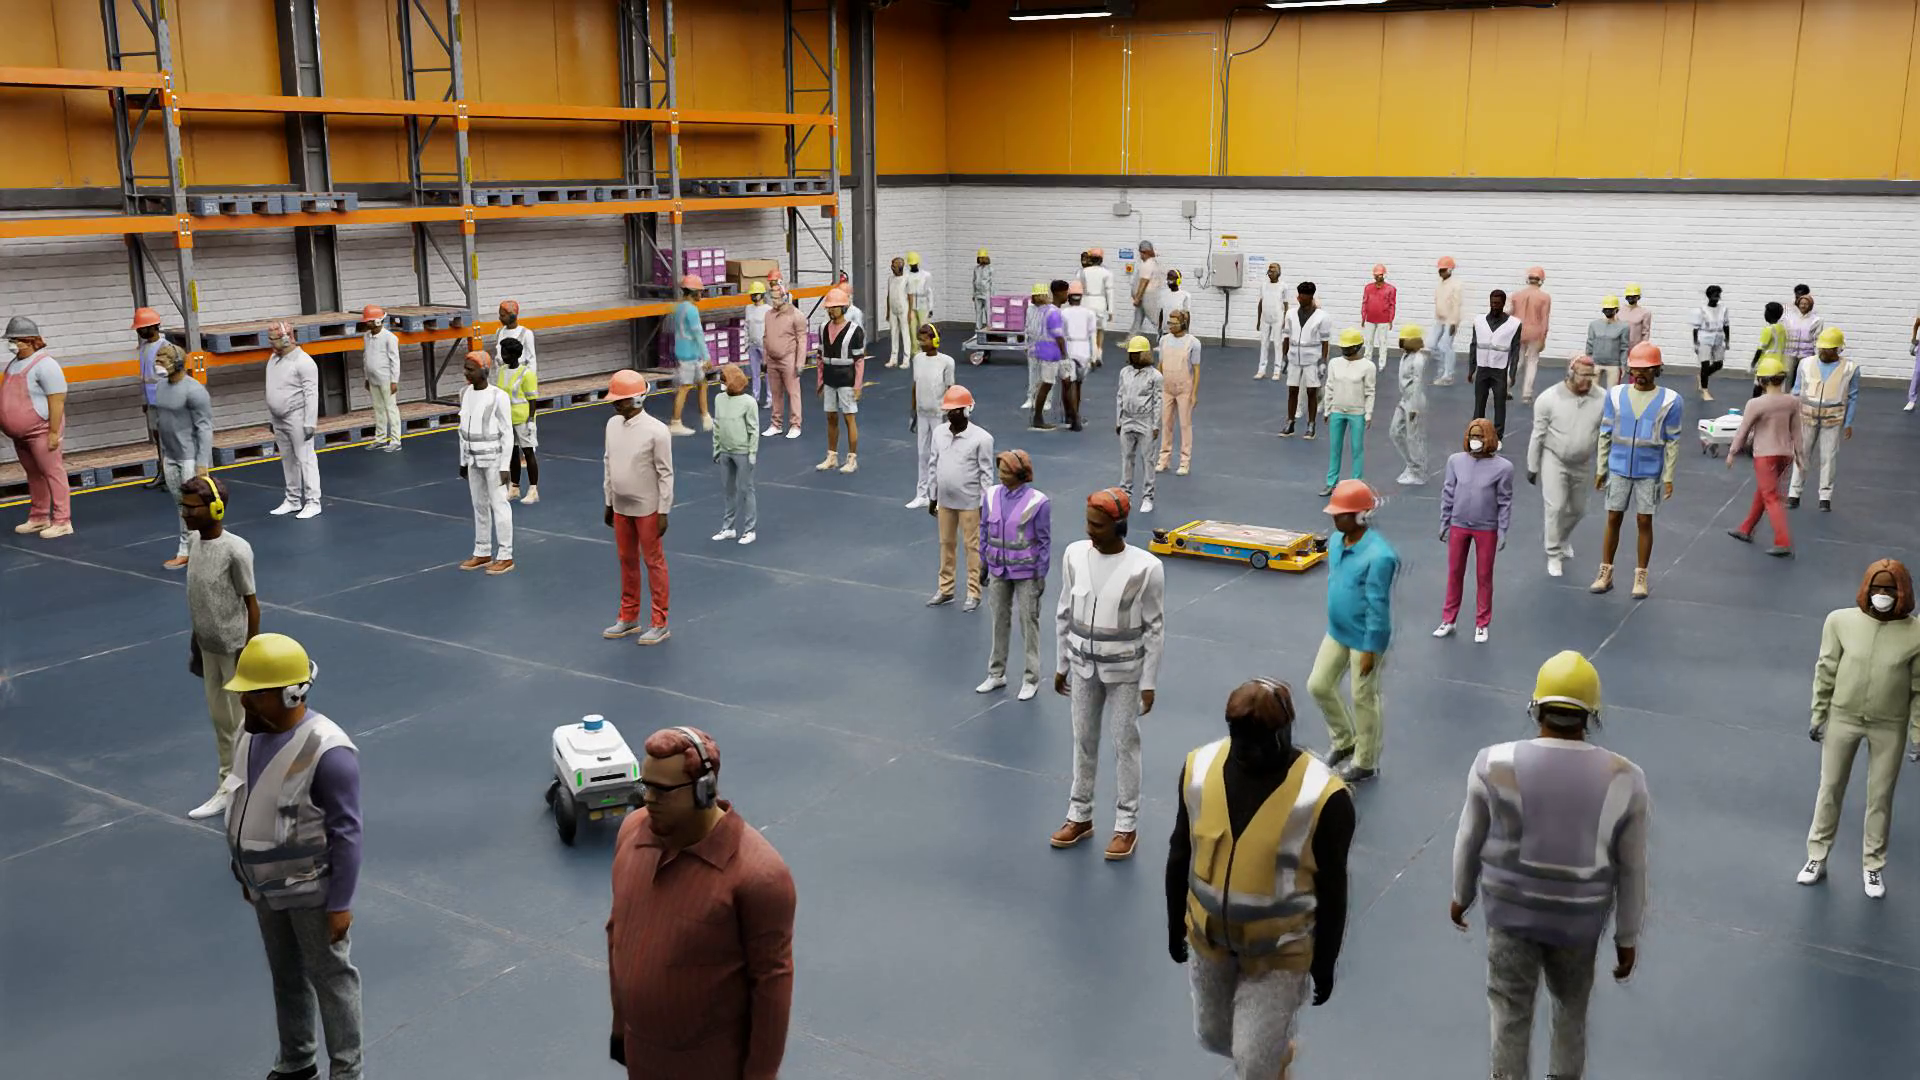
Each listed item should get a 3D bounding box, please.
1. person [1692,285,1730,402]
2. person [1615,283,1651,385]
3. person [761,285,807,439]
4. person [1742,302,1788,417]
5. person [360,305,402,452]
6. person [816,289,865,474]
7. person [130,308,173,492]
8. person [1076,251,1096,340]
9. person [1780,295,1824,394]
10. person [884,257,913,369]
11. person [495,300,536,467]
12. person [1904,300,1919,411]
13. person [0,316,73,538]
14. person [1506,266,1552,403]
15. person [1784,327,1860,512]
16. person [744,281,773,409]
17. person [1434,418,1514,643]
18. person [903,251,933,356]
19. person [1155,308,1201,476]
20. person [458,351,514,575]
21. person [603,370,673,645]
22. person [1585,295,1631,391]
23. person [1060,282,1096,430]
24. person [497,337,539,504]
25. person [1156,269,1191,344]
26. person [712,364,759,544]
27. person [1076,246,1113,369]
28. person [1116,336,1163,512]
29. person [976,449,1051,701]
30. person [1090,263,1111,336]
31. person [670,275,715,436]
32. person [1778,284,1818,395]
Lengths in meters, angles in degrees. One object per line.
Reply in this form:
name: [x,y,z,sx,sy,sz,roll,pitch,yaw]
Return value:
person: [10.769,-2.849,23.969,0.569,1.674,0.561,-1,13,-5]
person: [9.181,-2.640,22.857,0.523,1.769,0.319,8,15,32]
person: [-2.219,-2.219,20.738,0.636,1.903,0.404,8,15,32]
person: [10.344,-2.204,21.215,0.863,1.655,0.536,12,18,42]
person: [-6.907,-1.922,19.789,0.560,1.744,0.338,8,15,32]
person: [-1.344,-1.750,18.387,0.605,2.045,0.382,8,15,32]
person: [-8.383,-1.460,17.385,0.542,1.930,0.374,8,15,32]
person: [2.188,-4.065,28.828,0.517,1.865,0.328,8,15,32]
person: [11.349,-2.493,22.496,0.512,1.642,0.312,8,15,32]
person: [-1.009,-3.754,27.531,0.506,1.841,0.344,8,15,32]
person: [-5.040,-1.773,18.836,0.572,1.886,0.355,8,15,32]
person: [13.352,-2.692,22.856,0.517,1.874,0.328,8,15,32]
person: [-8.547,-1.036,15.301,0.672,2.000,0.536,8,15,32]
person: [8.015,-2.898,23.583,0.712,1.959,0.620,-13,18,-43]
person: [8.518,-1.192,16.452,0.586,1.824,0.404,8,15,32]
person: [-2.796,-2.711,23.164,0.523,1.769,0.319,8,15,32]
person: [3.711,-0.074,12.016,0.497,1.633,0.279,8,15,32]
person: [-0.764,-3.985,28.406,0.618,1.891,0.472,-2,13,-10]
person: [2.384,-1.625,18.296,0.506,1.841,0.344,8,15,32]
person: [-3.991,-0.650,13.970,0.572,1.883,0.355,8,15,32]
person: [-2.334,-0.237,11.953,0.608,1.987,0.391,8,15,32]
person: [8.136,-2.205,20.970,0.523,1.769,0.319,8,15,32]
person: [1.470,-2.379,21.533,0.564,1.871,1.009,-2,13,-7]
person: [-4.477,-1.207,16.798,0.529,1.695,0.321,8,15,32]
person: [3.102,-3.011,24.259,0.517,1.865,0.328,8,15,32]
person: [-2.040,-0.780,15.082,0.497,1.633,0.279,8,15,32]
person: [2.203,-3.828,27.442,0.630,2.022,0.446,1,13,6]
person: [1.752,-1.143,16.413,0.483,1.745,0.301,8,15,32]
person: [0.348,0.217,10.749,0.512,1.638,0.312,8,15,32]
person: [2.403,-4.295,29.923,0.656,1.817,0.607,-4,13,-16]
person: [-3.289,-2.318,20.923,0.895,2.002,0.639,-5,14,-19]
person: [12.096,-2.886,24.090,0.541,1.681,0.643,7,15,29]
